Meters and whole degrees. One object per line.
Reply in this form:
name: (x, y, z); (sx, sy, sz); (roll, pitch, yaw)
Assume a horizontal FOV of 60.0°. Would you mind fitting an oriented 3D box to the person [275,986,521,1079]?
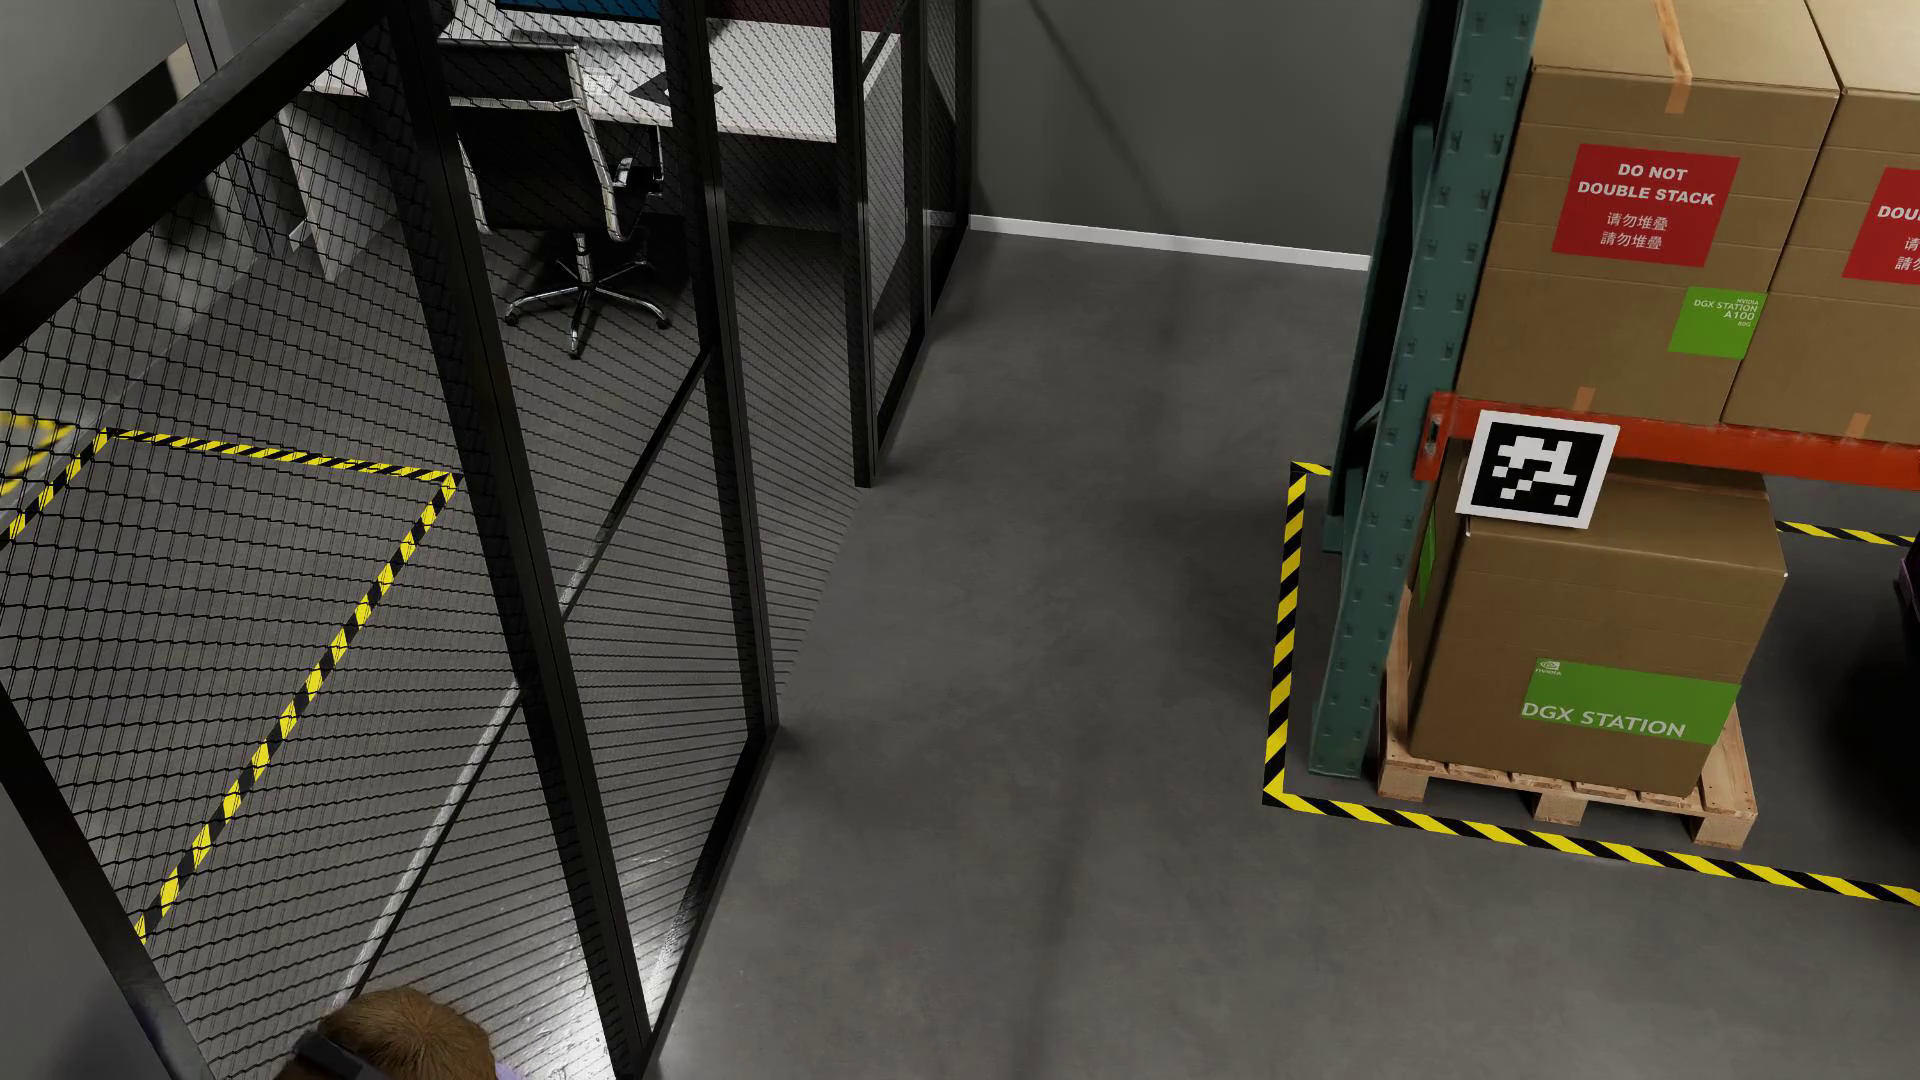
person: (-0.528, 1.160, 2.166); (0.638, 1.932, 0.356); (19, 44, 20)
